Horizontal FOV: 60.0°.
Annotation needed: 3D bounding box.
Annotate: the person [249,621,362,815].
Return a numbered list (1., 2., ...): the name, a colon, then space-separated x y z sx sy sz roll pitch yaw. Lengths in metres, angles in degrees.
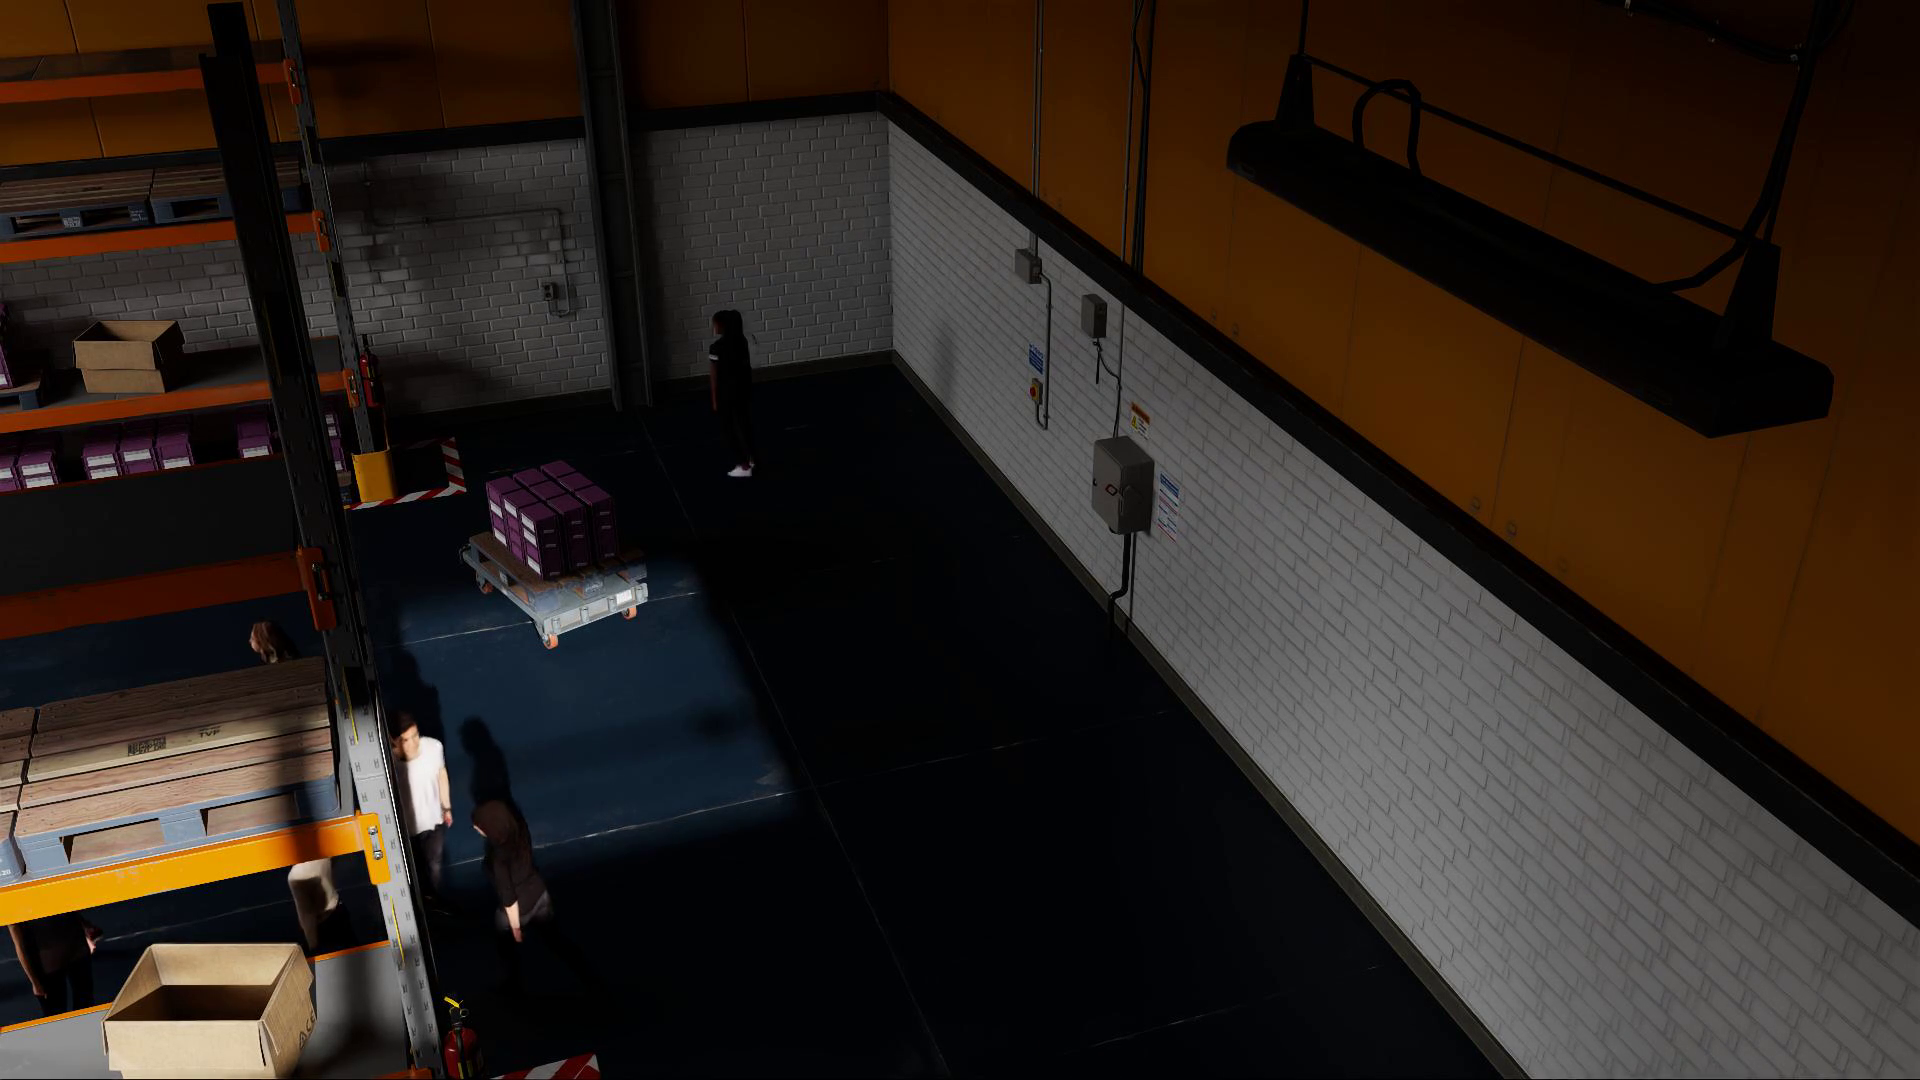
1. person: -4.314 1.307 10.999 1.154 1.665 0.735 -6 29 -11

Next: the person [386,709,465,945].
1. person: -3.362 1.698 10.243 0.806 1.704 0.724 19 34 31

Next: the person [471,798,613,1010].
1. person: -2.434 2.118 9.587 1.126 1.595 1.006 11 30 19

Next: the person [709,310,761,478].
1. person: -2.142 -1.401 15.910 0.691 1.717 0.860 -18 33 -29
